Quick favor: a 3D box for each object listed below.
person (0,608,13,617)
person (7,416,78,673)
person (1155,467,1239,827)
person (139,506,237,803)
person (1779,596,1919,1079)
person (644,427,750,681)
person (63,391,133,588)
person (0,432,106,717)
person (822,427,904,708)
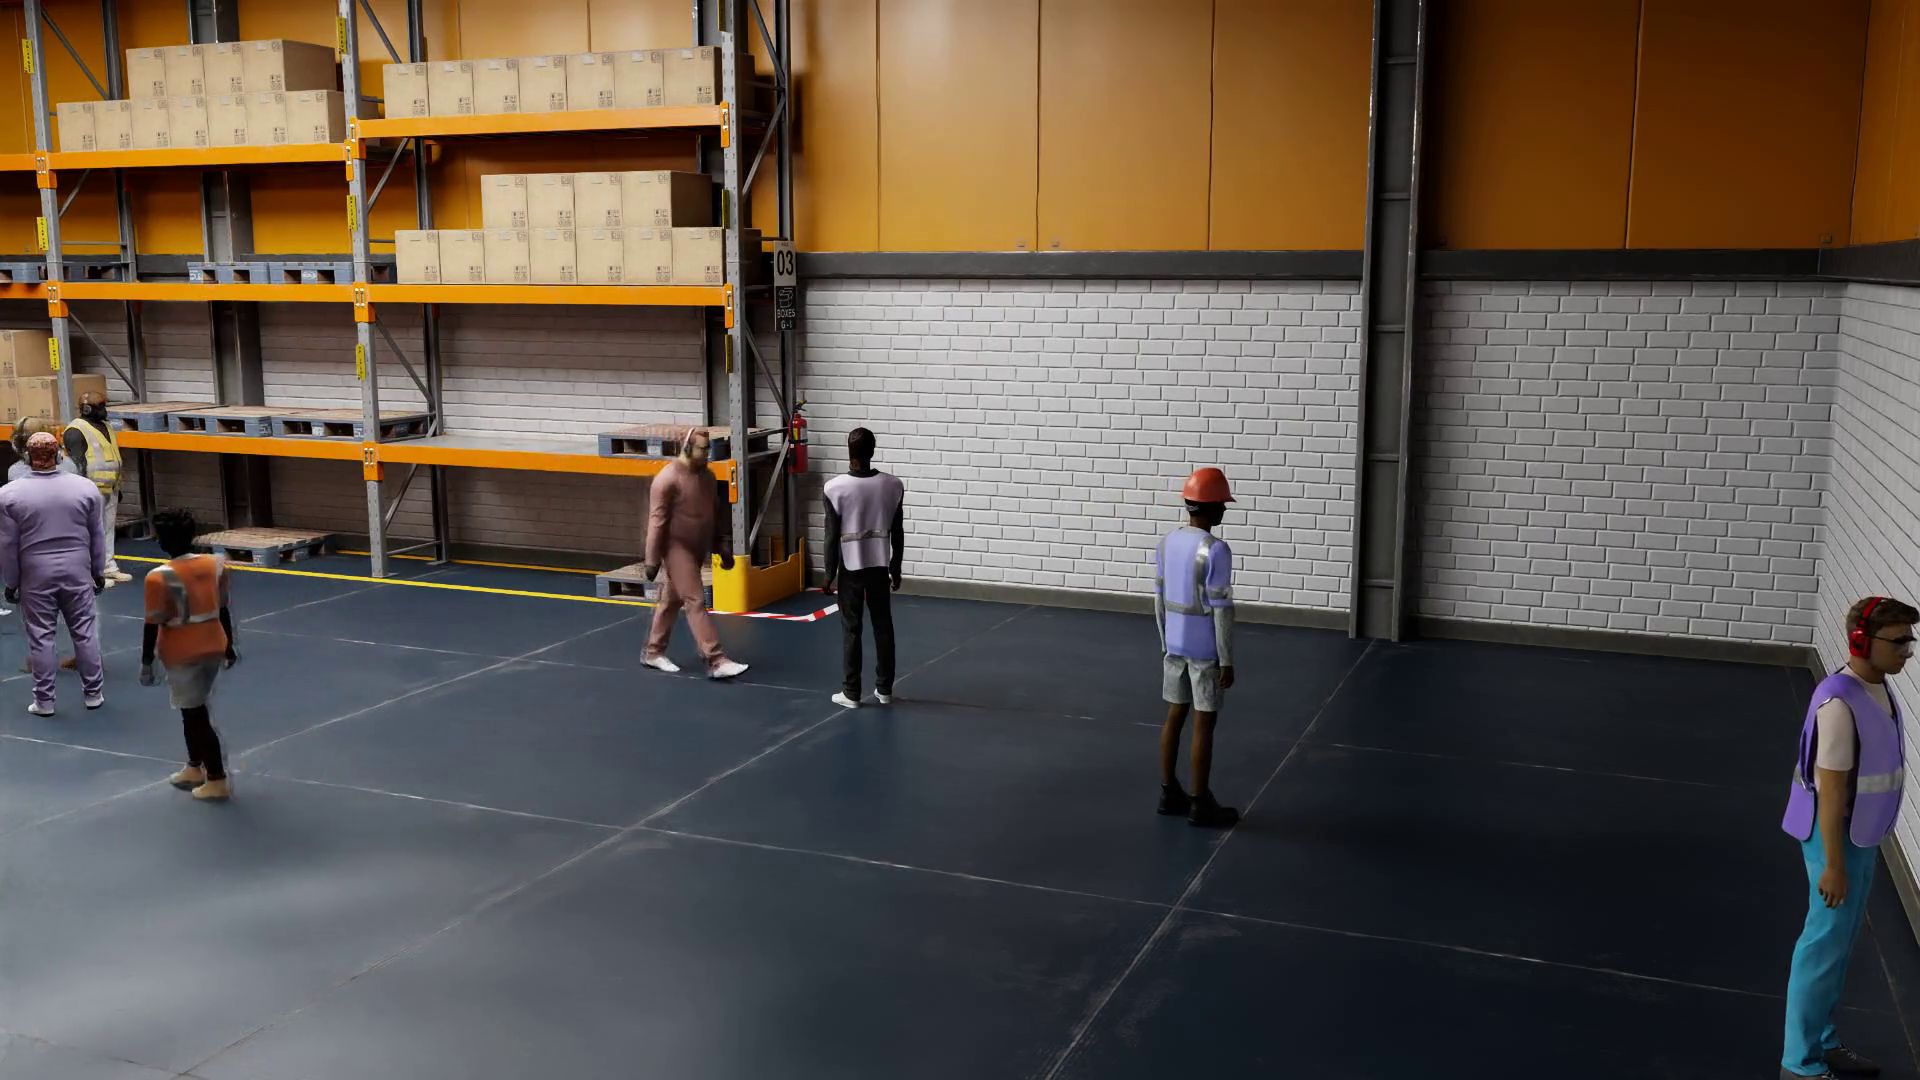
[{"bbox_3d":[-8.370,-0.081,13.913,0.744,1.607,0.531,-1,9,-3],"label":"person"},{"bbox_3d":[-6.744,0.045,12.253,0.692,1.917,0.628,3,10,16],"label":"person"},{"bbox_3d":[1.300,0.570,9.003,0.375,1.935,0.551,-6,11,-33],"label":"person"},{"bbox_3d":[-4.393,0.639,9.342,0.663,1.671,0.556,3,10,19],"label":"person"},{"bbox_3d":[3.209,1.103,6.058,0.372,1.840,0.570,7,12,38],"label":"person"},{"bbox_3d":[-1.944,0.101,12.134,1.047,1.848,0.637,4,10,21],"label":"person"},{"bbox_3d":[-8.106,-0.482,15.666,0.429,1.844,0.627,0,9,2],"label":"person"},{"bbox_3d":[-6.081,0.229,11.163,0.643,1.909,0.410,-8,12,-39],"label":"person"},{"bbox_3d":[-0.654,0.192,11.351,0.595,1.918,0.386,-5,10,-26],"label":"person"}]
